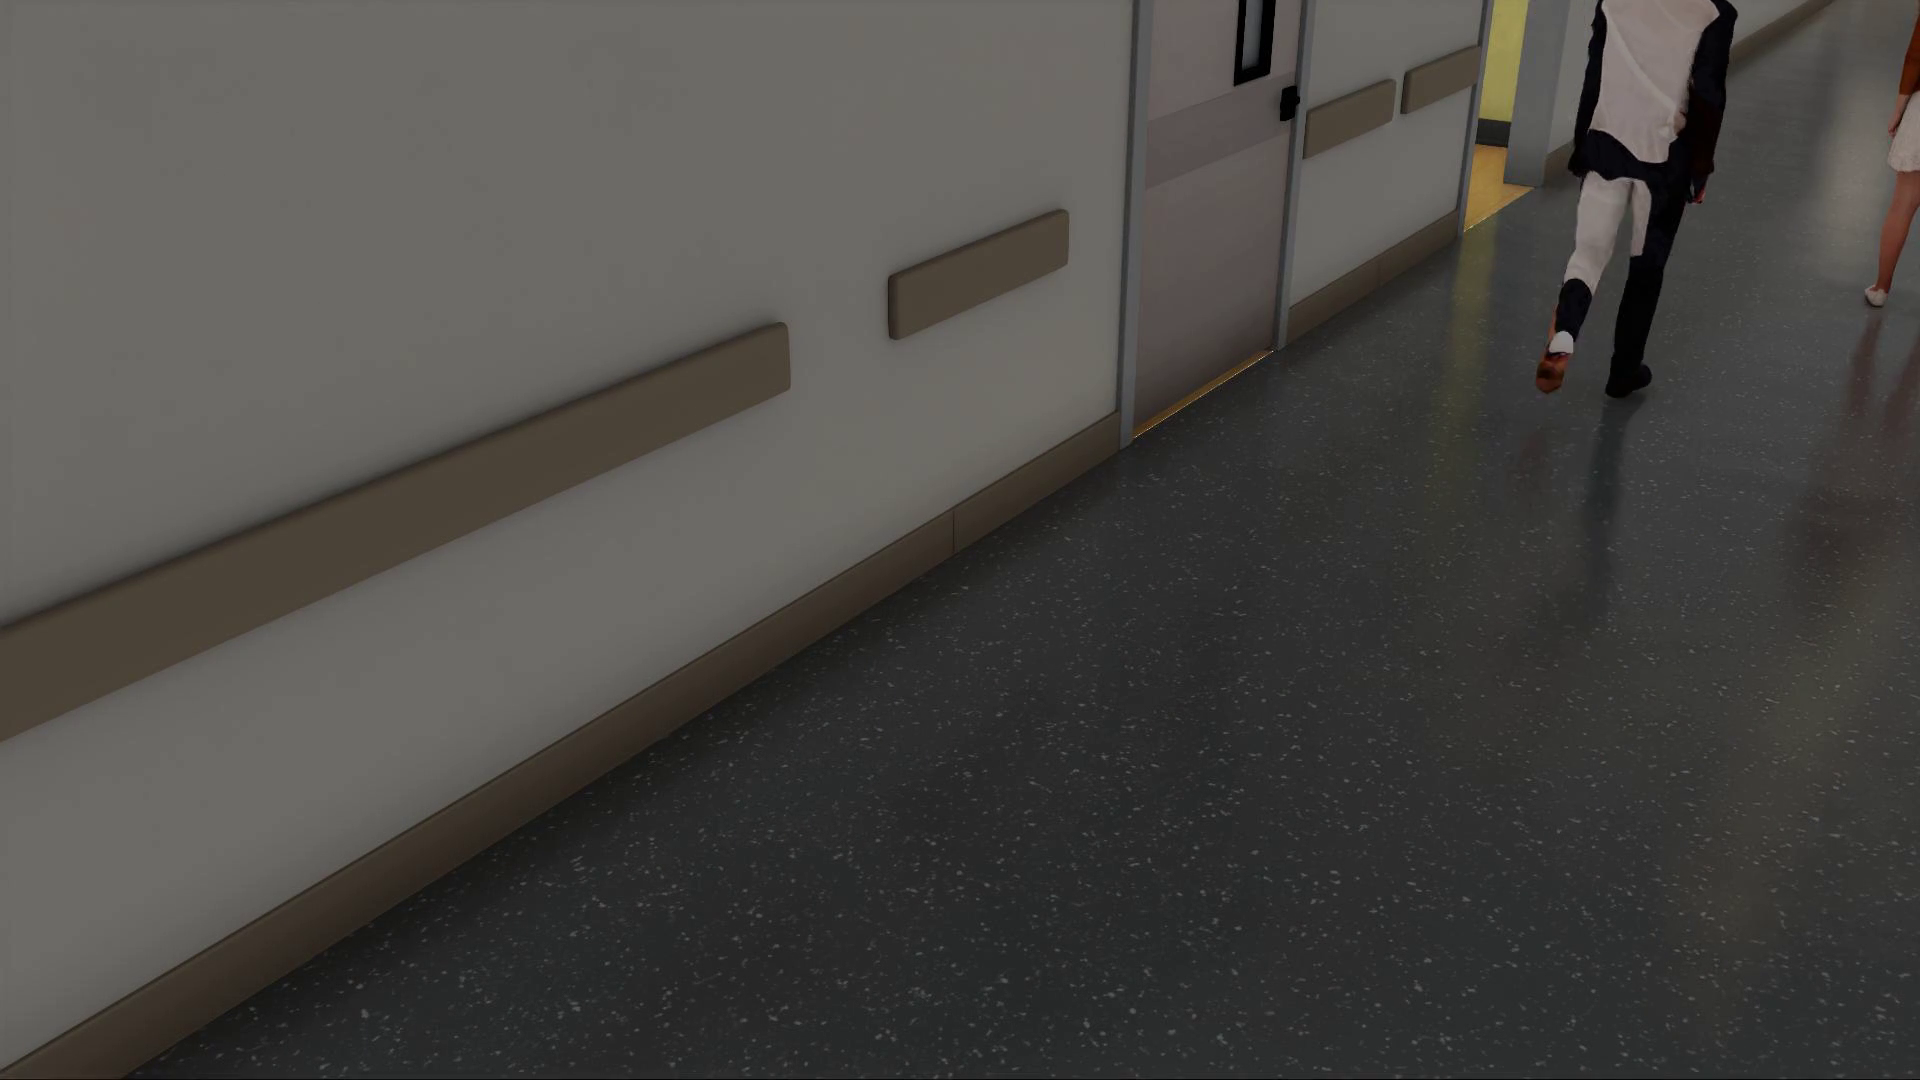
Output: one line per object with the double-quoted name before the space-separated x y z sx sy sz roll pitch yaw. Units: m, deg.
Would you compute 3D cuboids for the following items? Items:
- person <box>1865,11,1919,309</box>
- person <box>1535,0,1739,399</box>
"person" 4.359 -1.864 7.324 0.492 1.717 0.677 16 30 30
"person" 2.472 -1.387 6.151 0.904 1.875 0.780 19 32 34
